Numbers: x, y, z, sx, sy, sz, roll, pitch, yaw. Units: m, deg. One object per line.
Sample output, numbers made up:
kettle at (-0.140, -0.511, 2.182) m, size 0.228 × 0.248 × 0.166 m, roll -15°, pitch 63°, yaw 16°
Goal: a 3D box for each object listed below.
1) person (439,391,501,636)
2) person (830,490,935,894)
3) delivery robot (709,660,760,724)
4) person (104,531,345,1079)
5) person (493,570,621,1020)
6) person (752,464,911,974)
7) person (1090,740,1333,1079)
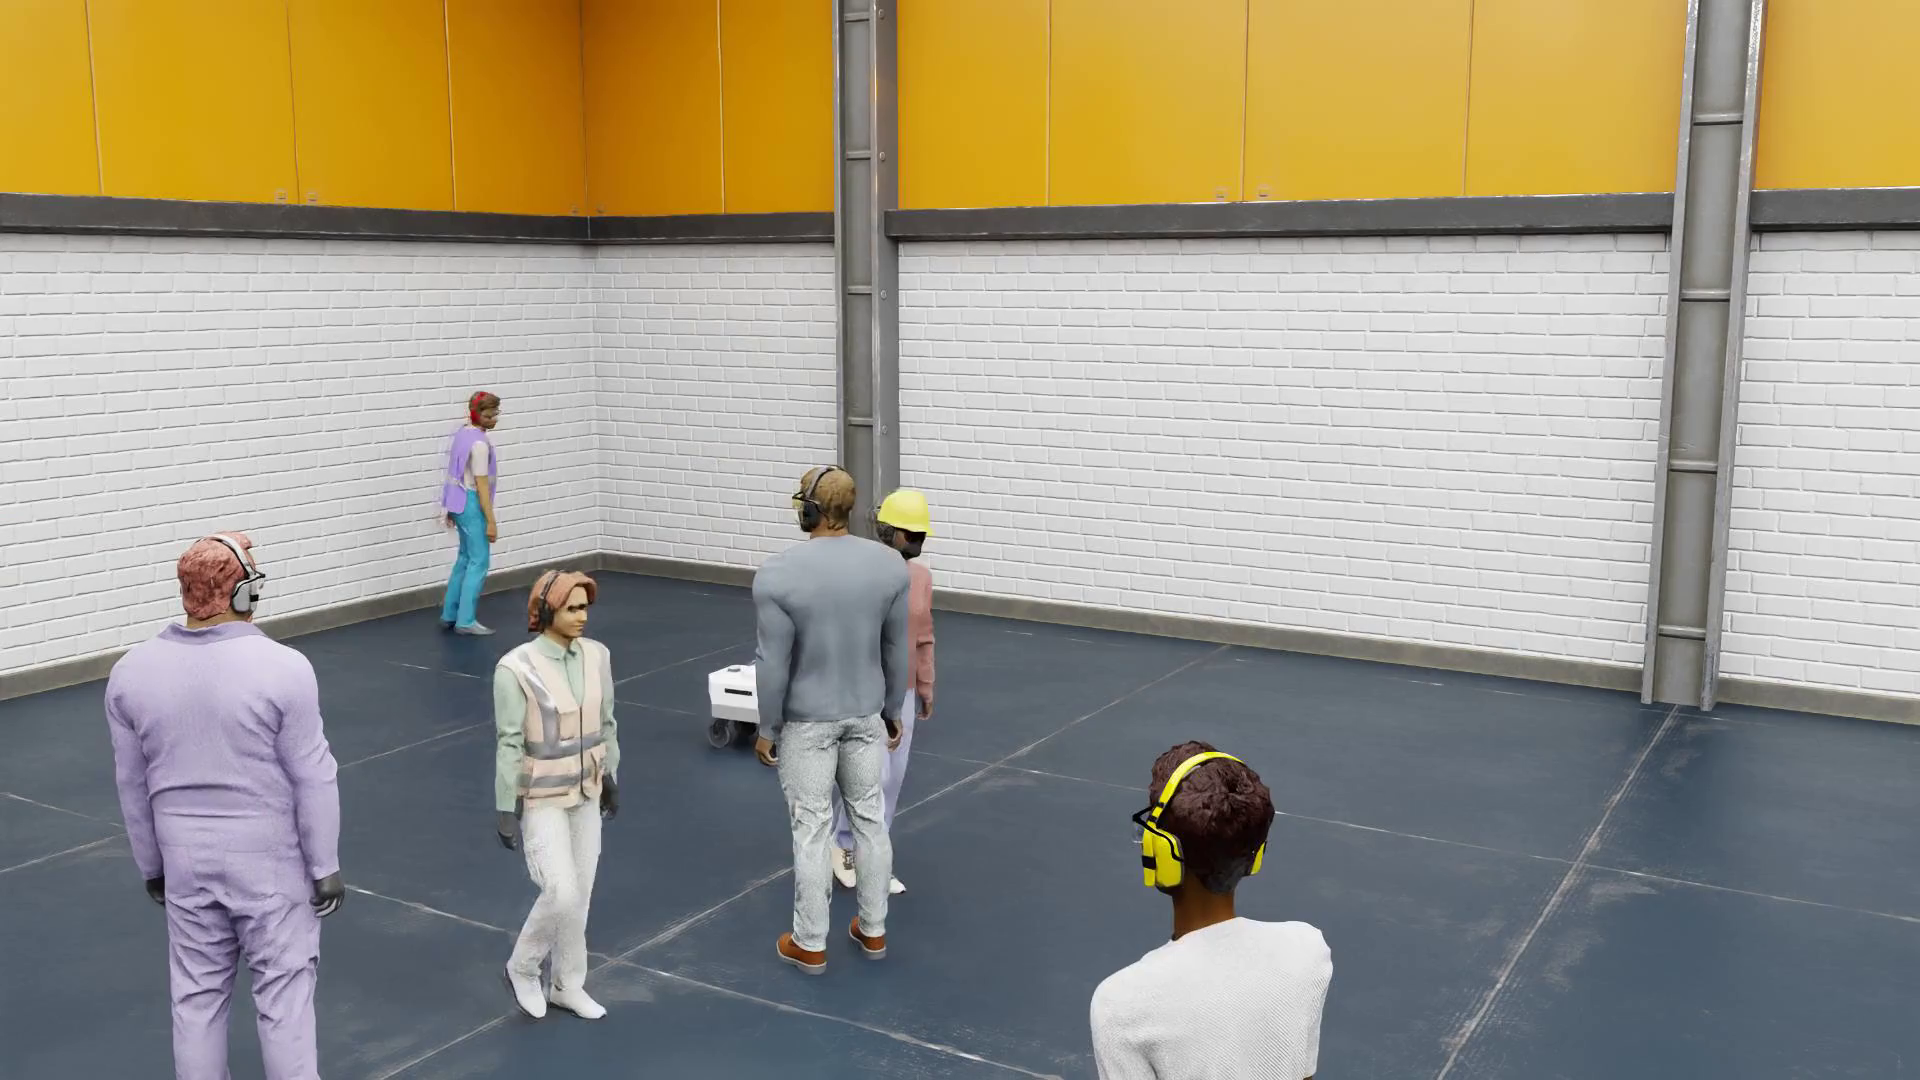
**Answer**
person at (-3.571, -0.191, 12.146) m, size 0.453 × 1.804 × 0.658 m, roll -5°, pitch 10°, yaw -29°
person at (-0.305, 0.651, 7.063) m, size 0.380 × 1.740 × 0.551 m, roll 9°, pitch 13°, yaw 44°
delivery robot at (-1.039, 0.850, 9.244) m, size 0.707 × 0.478 × 0.477 m, roll 4°, pitch 10°, yaw 25°
person at (-2.099, 0.923, 4.872) m, size 0.636 × 1.911 × 0.405 m, roll 1°, pitch 9°, yaw 7°
person at (-1.387, 0.908, 5.823) m, size 0.367 × 1.621 × 0.548 m, roll 6°, pitch 11°, yaw 32°
person at (-0.487, 0.675, 6.325) m, size 0.635 × 1.940 × 0.366 m, roll -5°, pitch 10°, yaw -28°
person at (0.400, 1.263, 2.875) m, size 0.514 × 1.872 × 0.328 m, roll -7°, pitch 11°, yaw -35°
